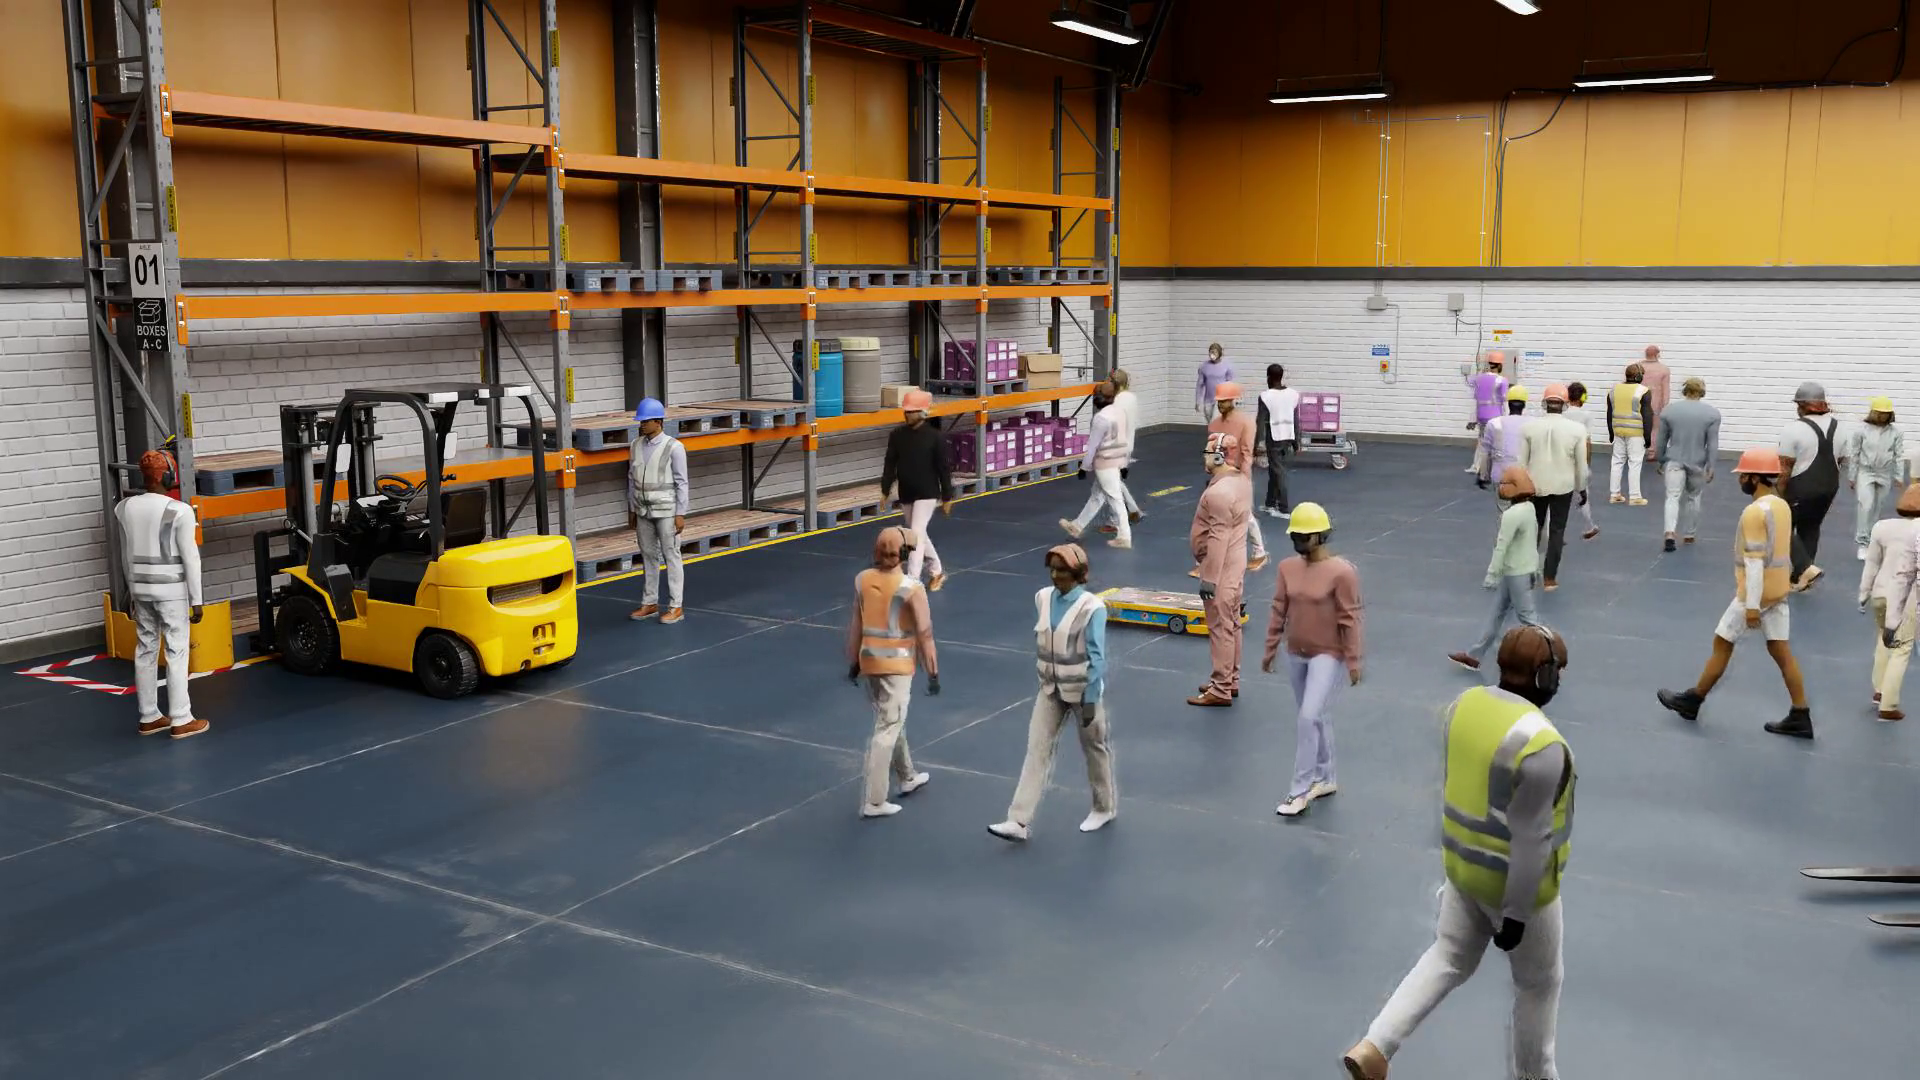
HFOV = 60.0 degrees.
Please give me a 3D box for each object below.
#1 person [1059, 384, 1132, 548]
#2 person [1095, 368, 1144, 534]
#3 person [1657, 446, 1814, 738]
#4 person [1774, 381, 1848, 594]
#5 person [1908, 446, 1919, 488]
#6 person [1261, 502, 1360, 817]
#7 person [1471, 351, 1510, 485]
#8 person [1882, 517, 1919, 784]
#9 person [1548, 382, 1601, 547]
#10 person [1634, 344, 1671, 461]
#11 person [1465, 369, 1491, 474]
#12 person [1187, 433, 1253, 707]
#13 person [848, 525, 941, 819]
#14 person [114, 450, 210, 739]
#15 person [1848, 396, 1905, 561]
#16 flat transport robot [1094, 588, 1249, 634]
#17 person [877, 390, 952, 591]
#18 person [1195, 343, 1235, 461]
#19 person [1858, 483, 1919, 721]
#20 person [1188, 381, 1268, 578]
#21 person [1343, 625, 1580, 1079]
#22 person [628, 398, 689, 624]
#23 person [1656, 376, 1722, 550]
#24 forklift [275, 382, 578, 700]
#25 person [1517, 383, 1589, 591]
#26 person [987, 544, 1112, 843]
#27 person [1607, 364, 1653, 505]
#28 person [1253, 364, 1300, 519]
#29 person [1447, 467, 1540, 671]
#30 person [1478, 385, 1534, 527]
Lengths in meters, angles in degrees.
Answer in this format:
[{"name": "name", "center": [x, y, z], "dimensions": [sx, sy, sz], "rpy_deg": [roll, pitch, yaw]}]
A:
[{"name": "person", "center": [1.500, -0.828, 18.397], "dimensions": [0.982, 1.791, 0.638], "rpy_deg": [4, 10, 24]}, {"name": "person", "center": [1.815, -1.016, 19.166], "dimensions": [0.447, 1.925, 0.658], "rpy_deg": [4, 10, 23]}, {"name": "person", "center": [5.199, 0.323, 10.947], "dimensions": [0.569, 1.878, 1.008], "rpy_deg": [-7, 12, -39]}, {"name": "person", "center": [7.888, -0.483, 15.493], "dimensions": [0.690, 2.000, 0.641], "rpy_deg": [-2, 9, -14]}, {"name": "person", "center": [8.606, -0.225, 14.609], "dimensions": [0.529, 1.826, 0.675], "rpy_deg": [5, 10, 29]}, {"name": "person", "center": [1.897, 0.662, 9.271], "dimensions": [0.756, 1.736, 0.561], "rpy_deg": [-7, 12, -38]}, {"name": "person", "center": [7.685, -1.745, 23.798], "dimensions": [0.870, 1.901, 0.557], "rpy_deg": [-6, 11, -32]}, {"name": "person", "center": [5.799, 0.515, 9.808], "dimensions": [0.931, 1.862, 0.669], "rpy_deg": [-7, 11, -35]}, {"name": "person", "center": [6.814, -0.838, 18.437], "dimensions": [1.015, 1.806, 0.530], "rpy_deg": [-9, 13, -44]}, {"name": "person", "center": [10.973, -2.172, 26.524], "dimensions": [0.646, 1.888, 0.645], "rpy_deg": [8, 12, 40]}, {"name": "person", "center": [7.841, -1.734, 24.663], "dimensions": [0.512, 1.602, 0.824], "rpy_deg": [-7, 11, -36]}, {"name": "person", "center": [1.805, 0.205, 11.616], "dimensions": [0.408, 1.908, 0.643], "rpy_deg": [4, 10, 22]}, {"name": "person", "center": [-0.312, 0.718, 9.329], "dimensions": [0.552, 1.607, 0.763], "rpy_deg": [8, 12, 42]}, {"name": "person", "center": [-5.170, 0.355, 10.790], "dimensions": [0.568, 1.879, 0.352], "rpy_deg": [2, 9, 13]}, {"name": "person", "center": [9.637, -0.641, 17.449], "dimensions": [0.493, 1.720, 0.661], "rpy_deg": [1, 9, 7]}, {"name": "flat transport robot", "center": [1.693, 0.593, 14.281], "dimensions": [1.431, 0.197, 0.652], "rpy_deg": [5, 11, 30]}, {"name": "person", "center": [-0.369, -0.428, 15.449], "dimensions": [0.608, 1.957, 0.990], "rpy_deg": [6, 11, 35]}, {"name": "person", "center": [4.172, -2.246, 26.944], "dimensions": [0.638, 1.911, 0.903], "rpy_deg": [6, 11, 34]}, {"name": "person", "center": [6.399, 0.413, 11.275], "dimensions": [0.612, 1.596, 0.514], "rpy_deg": [-7, 12, -38]}, {"name": "person", "center": [2.718, -0.617, 16.612], "dimensions": [1.006, 1.956, 0.606], "rpy_deg": [-9, 13, -44]}, {"name": "person", "center": [1.818, 1.185, 5.848], "dimensions": [0.873, 1.805, 0.632], "rpy_deg": [-3, 9, -16]}, {"name": "person", "center": [-2.614, -0.251, 14.330], "dimensions": [0.608, 1.946, 0.406], "rpy_deg": [5, 11, 31]}, {"name": "person", "center": [7.921, -0.834, 18.137], "dimensions": [0.633, 1.908, 0.926], "rpy_deg": [4, 10, 25]}, {"name": "forklift", "center": [-3.974, -0.067, 12.417], "dimensions": [2.313, 2.155, 1.214], "rpy_deg": [5, 11, 30]}, {"name": "person", "center": [5.640, -0.503, 15.841], "dimensions": [0.632, 1.966, 0.466], "rpy_deg": [5, 11, 30]}, {"name": "person", "center": [0.536, 0.816, 8.755], "dimensions": [0.546, 1.586, 0.863], "rpy_deg": [9, 13, 44]}, {"name": "person", "center": [8.739, -1.373, 21.667], "dimensions": [0.429, 1.842, 0.637], "rpy_deg": [-6, 11, -32]}, {"name": "person", "center": [3.857, -1.232, 20.612], "dimensions": [0.614, 1.888, 0.823], "rpy_deg": [-6, 11, -31]}, {"name": "person", "center": [4.058, 0.249, 12.311], "dimensions": [0.845, 1.579, 0.520], "rpy_deg": [6, 11, 34]}, {"name": "person", "center": [5.655, -0.652, 17.077], "dimensions": [0.590, 1.875, 0.978], "rpy_deg": [1, 9, 4]}]
